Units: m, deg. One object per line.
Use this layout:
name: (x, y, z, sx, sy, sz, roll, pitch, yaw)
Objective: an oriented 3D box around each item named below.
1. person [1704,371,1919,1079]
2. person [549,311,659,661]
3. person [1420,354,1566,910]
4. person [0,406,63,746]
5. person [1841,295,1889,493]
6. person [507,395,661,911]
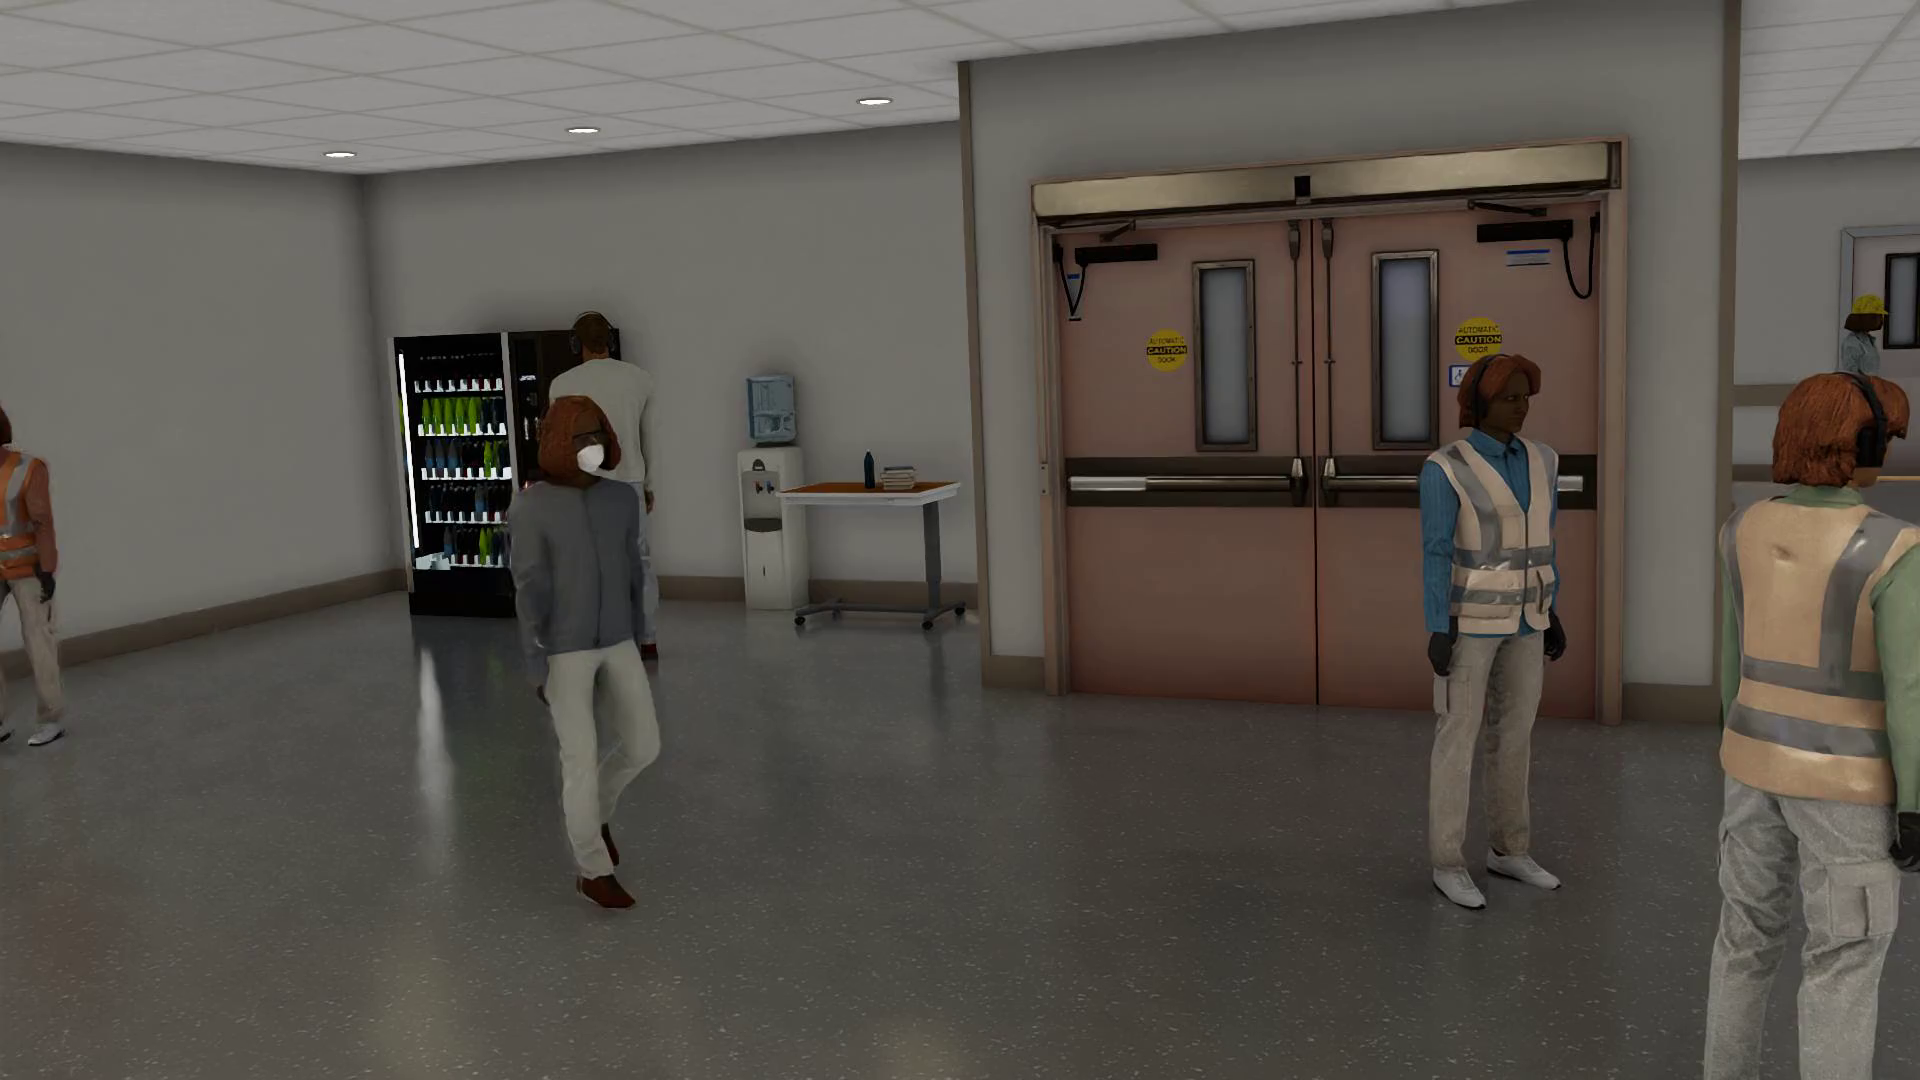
person: (1.694, 0.487, 3.291, 0.318, 1.630, 0.514, -5, 8, -18)
person: (-1.919, -0.268, 9.042, 0.627, 1.936, 0.374, -9, 10, -41)
person: (1.599, 0.265, 4.987, 0.525, 1.637, 0.307, -6, 8, -26)
person: (-4.380, 0.170, 7.602, 0.534, 1.618, 0.561, -2, 7, -1)
person: (6.974, -1.022, 12.867, 0.339, 1.735, 0.482, 5, 10, 44)
person: (-1.184, 0.353, 5.240, 0.407, 1.621, 0.504, 5, 10, 44)
